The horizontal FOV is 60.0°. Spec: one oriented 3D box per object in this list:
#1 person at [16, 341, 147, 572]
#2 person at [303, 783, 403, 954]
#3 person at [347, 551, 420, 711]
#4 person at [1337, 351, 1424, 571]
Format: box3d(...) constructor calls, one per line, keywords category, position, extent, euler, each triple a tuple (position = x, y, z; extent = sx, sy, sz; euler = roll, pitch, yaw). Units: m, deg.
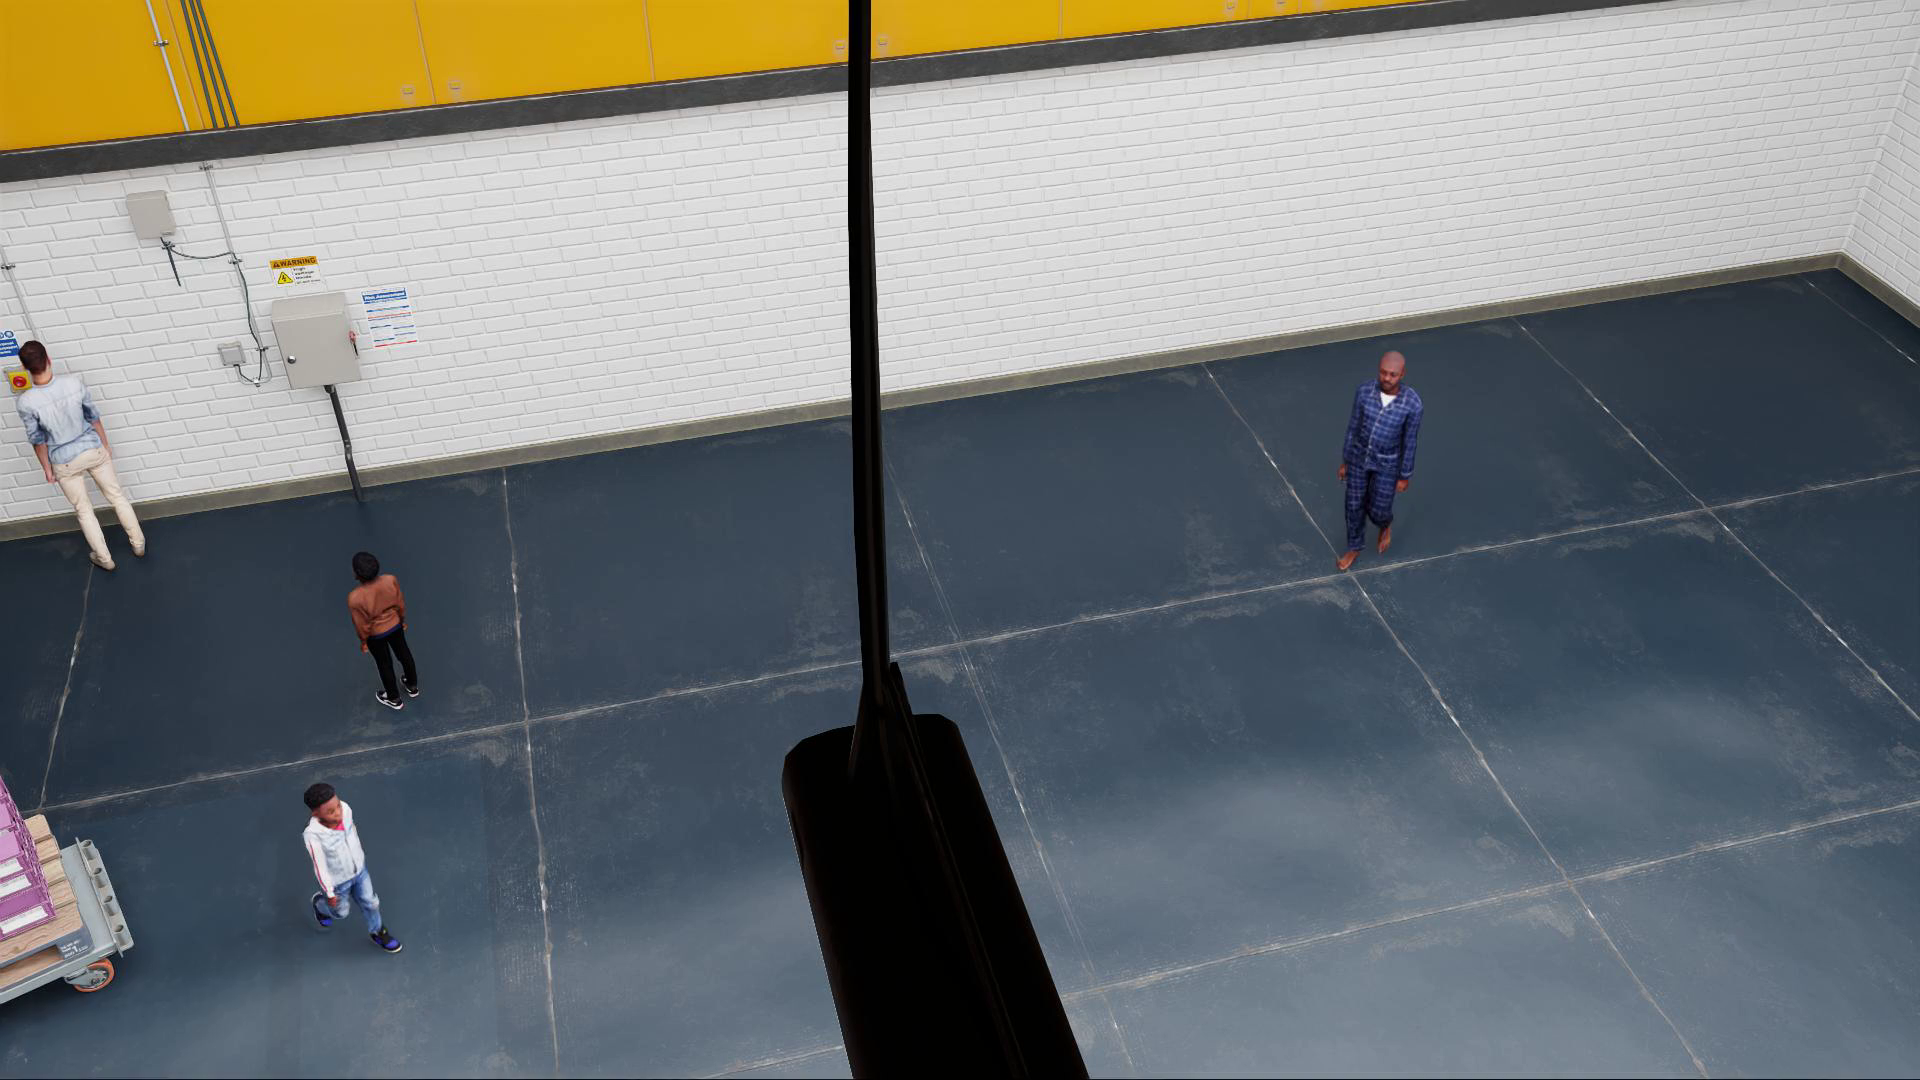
box3d(category="person", position=(-6.264, -0.595, 11.803), extent=(0.731, 1.847, 0.714), euler=(-28, 46, -30))
box3d(category="person", position=(-3.487, 1.813, 9.267), extent=(0.843, 1.249, 0.762), euler=(22, 43, 25))
box3d(category="person", position=(-3.755, 0.573, 10.815), extent=(0.637, 1.255, 0.601), euler=(27, 46, 30))
box3d(category="person", position=(2.987, -0.609, 11.852), extent=(0.888, 1.807, 0.945), euler=(22, 43, 25))
